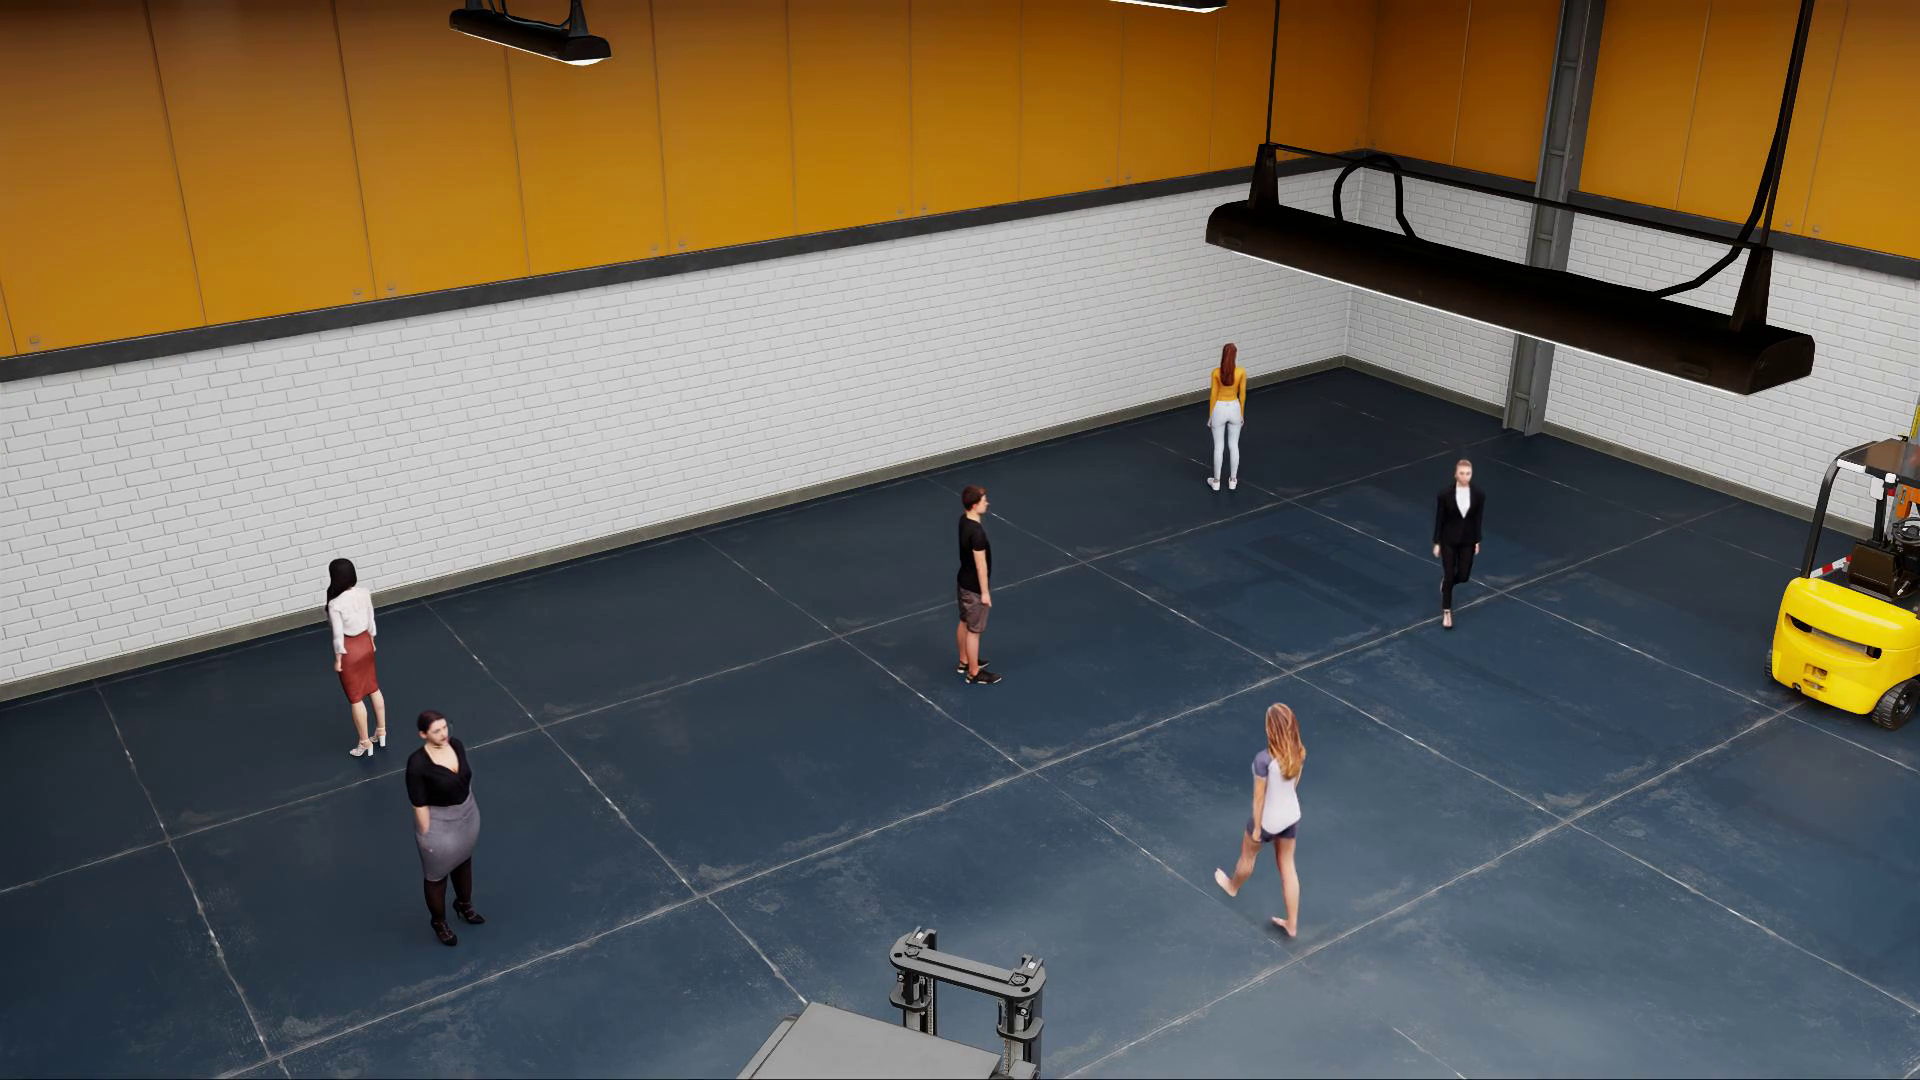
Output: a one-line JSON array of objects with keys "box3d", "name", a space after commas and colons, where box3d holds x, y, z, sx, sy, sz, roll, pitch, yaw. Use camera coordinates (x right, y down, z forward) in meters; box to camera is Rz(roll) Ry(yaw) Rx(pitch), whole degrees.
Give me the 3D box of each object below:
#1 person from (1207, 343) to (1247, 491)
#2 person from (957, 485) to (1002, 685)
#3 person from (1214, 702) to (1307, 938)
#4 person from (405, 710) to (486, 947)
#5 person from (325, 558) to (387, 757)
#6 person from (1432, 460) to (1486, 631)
[{"box3d": [3.057, -1.421, 19.083, 0.681, 1.750, 0.716, -1, 24, -2], "name": "person"}, {"box3d": [0.113, 0.378, 14.831, 0.807, 1.860, 0.638, -7, 25, -16], "name": "person"}, {"box3d": [2.218, 1.967, 11.408, 0.688, 1.689, 1.025, -12, 26, -26], "name": "person"}, {"box3d": [-3.534, 1.938, 11.385, 0.782, 1.760, 0.769, 11, 26, 24], "name": "person"}, {"box3d": [-4.957, 0.956, 13.644, 0.678, 1.751, 0.672, 10, 26, 22], "name": "person"}, {"box3d": [4.731, 0.014, 15.875, 0.863, 1.689, 0.938, 2, 24, 3], "name": "person"}]
